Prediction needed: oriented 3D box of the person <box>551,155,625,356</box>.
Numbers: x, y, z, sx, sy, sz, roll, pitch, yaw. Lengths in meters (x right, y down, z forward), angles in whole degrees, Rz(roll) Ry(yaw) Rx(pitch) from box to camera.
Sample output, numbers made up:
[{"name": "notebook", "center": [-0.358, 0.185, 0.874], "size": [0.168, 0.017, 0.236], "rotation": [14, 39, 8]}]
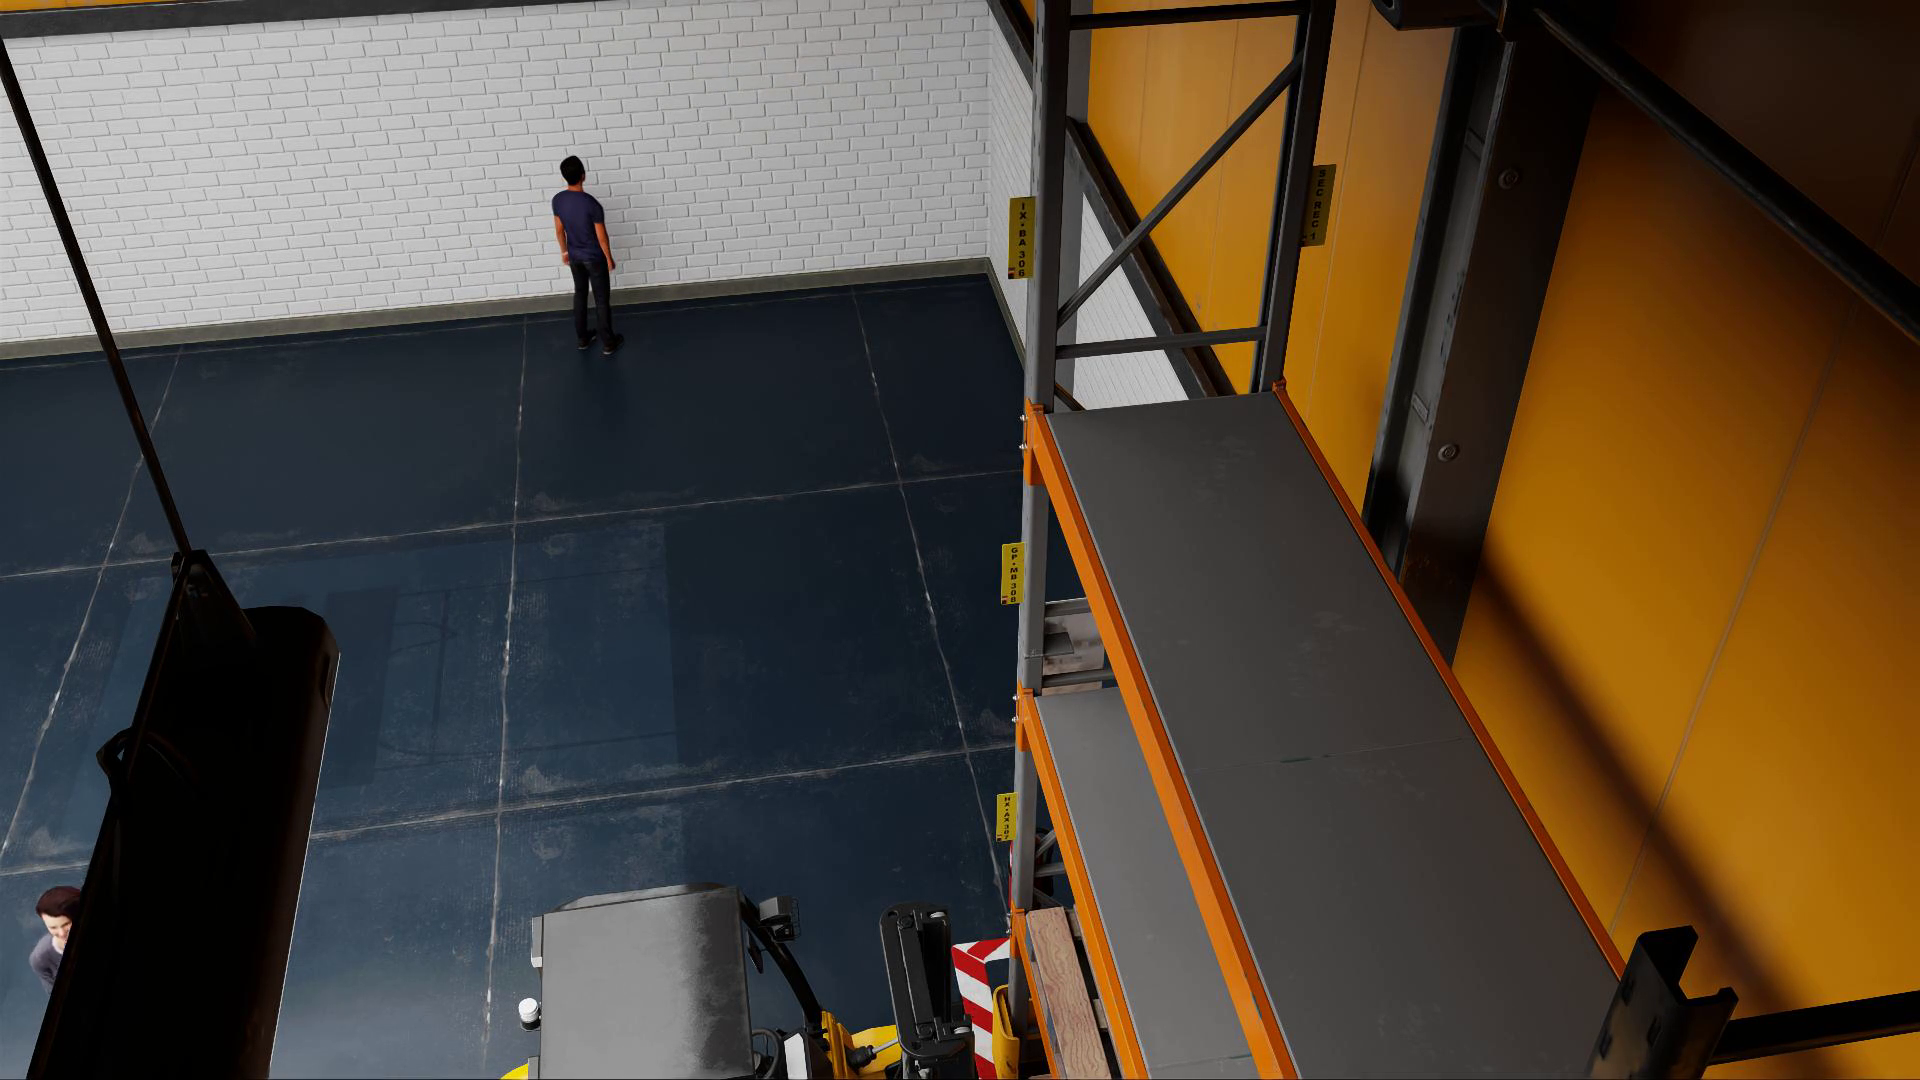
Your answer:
[{"name": "person", "center": [-3.208, -2.431, 14.249], "size": [0.706, 1.789, 0.703], "rotation": [13, 40, 16]}]

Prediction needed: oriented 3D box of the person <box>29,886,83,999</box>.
[{"name": "person", "center": [-4.269, 2.290, 8.367], "size": [0.795, 1.752, 0.911], "rotation": [-24, 44, -27]}]
